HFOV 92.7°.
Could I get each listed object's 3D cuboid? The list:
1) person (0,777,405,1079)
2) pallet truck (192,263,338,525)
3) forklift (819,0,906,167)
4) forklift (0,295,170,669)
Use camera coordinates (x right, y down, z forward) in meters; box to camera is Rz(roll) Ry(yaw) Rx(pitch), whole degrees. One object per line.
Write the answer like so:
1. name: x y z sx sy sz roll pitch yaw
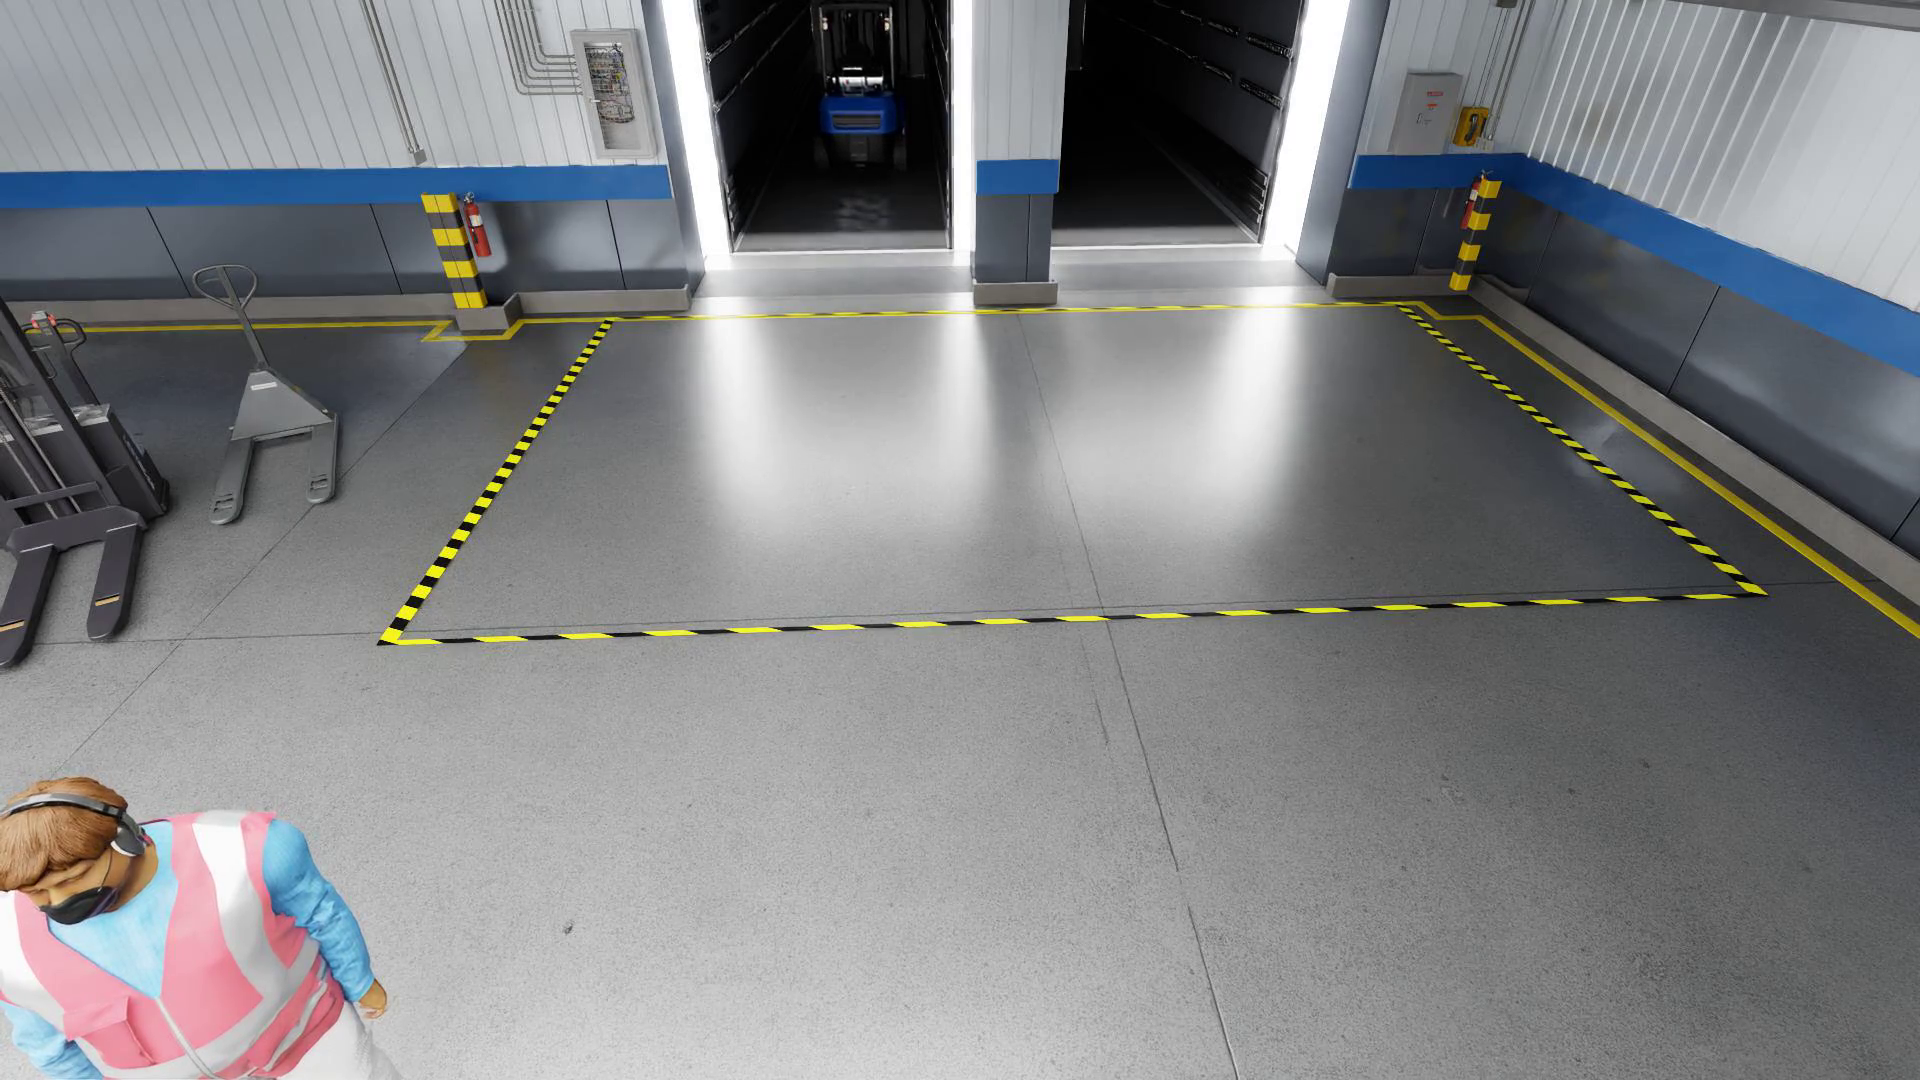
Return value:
1. person: -1.819 1.257 2.319 0.633 1.841 0.429 -20 40 -27
2. pallet truck: -4.778 -1.027 6.128 0.680 1.201 1.601 -17 38 -23
3. forklift: -1.432 -6.860 13.535 1.157 2.036 2.680 0 35 0
4. forklift: -5.212 -0.618 4.878 0.823 1.965 1.885 -20 39 -26
